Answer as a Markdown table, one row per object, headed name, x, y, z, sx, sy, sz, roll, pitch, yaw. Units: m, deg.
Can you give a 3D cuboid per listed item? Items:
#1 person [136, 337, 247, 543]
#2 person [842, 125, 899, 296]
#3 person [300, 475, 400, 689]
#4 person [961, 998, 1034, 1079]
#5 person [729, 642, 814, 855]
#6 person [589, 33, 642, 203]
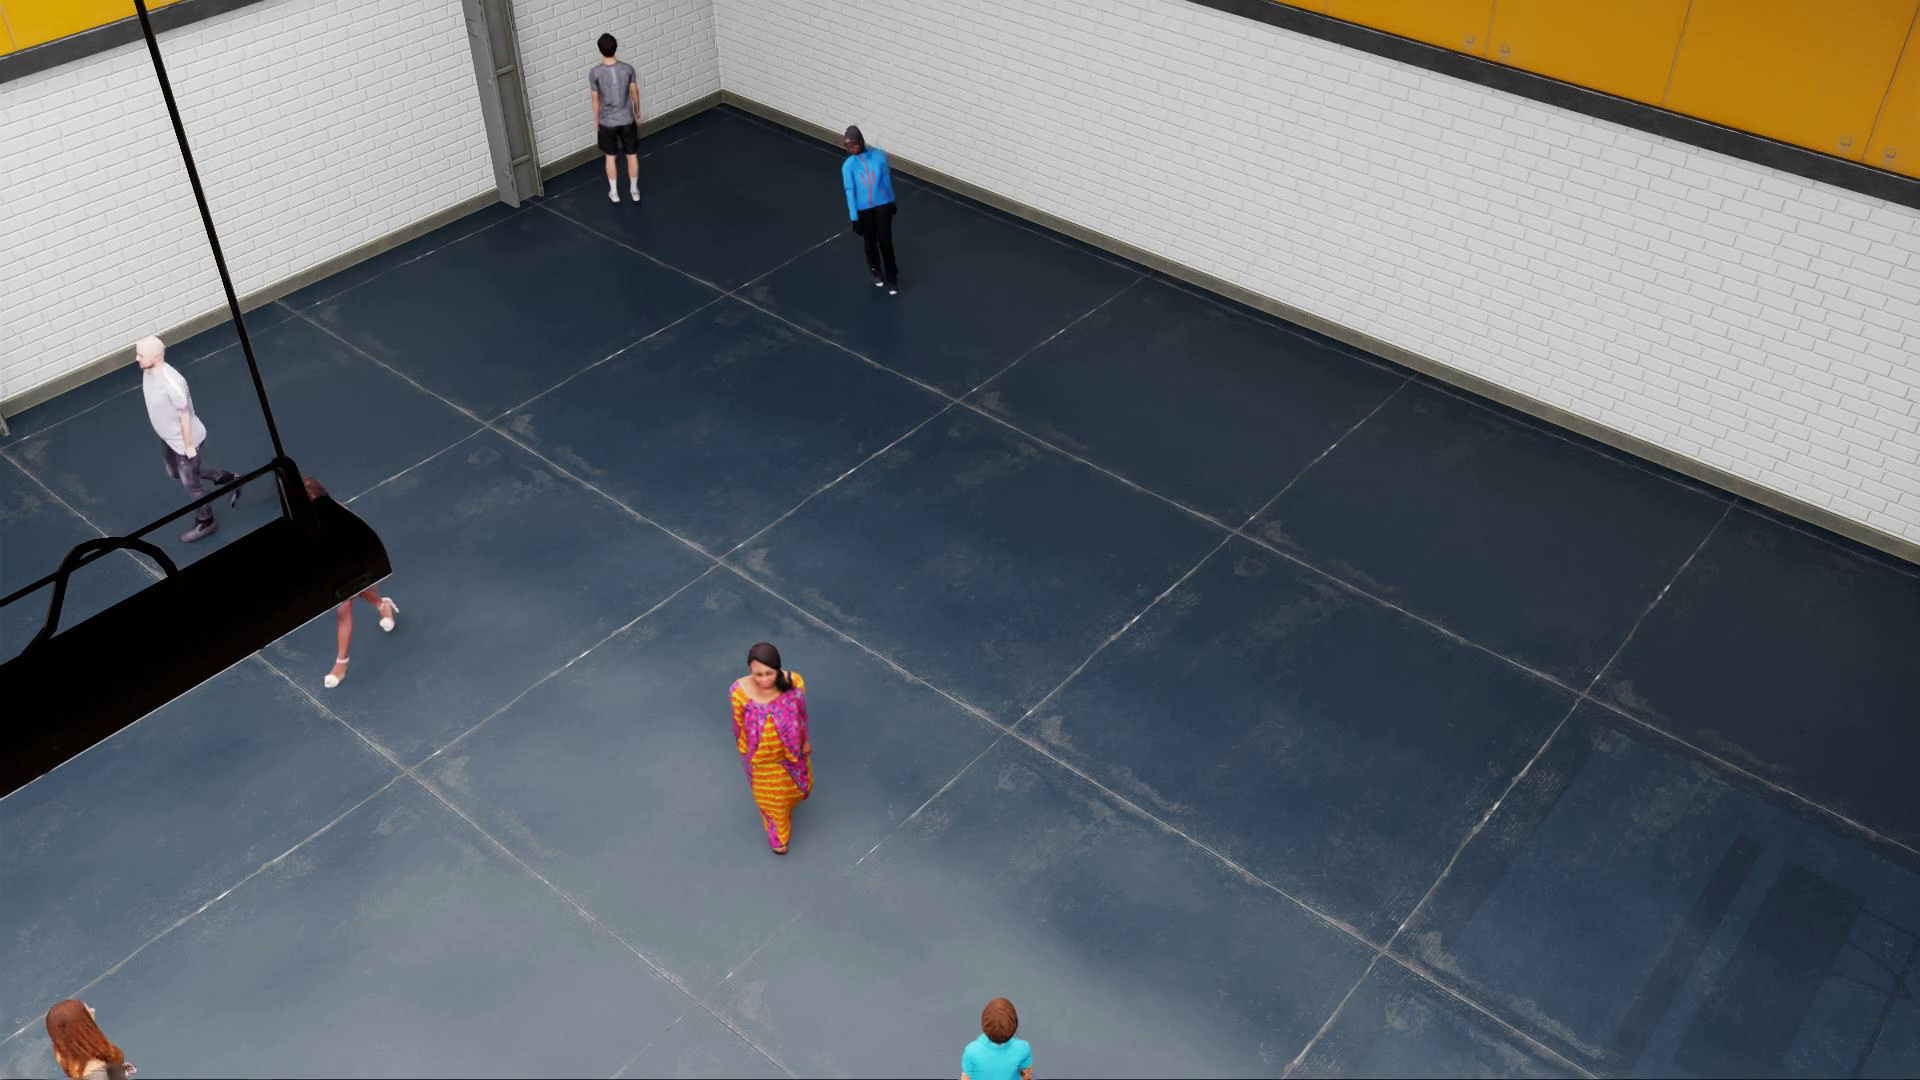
| name | x | y | z | sx | sy | sz | roll | pitch | yaw |
| --- | --- | --- | --- | --- | --- | --- | --- | --- | --- |
| person | -6.102 | -0.848 | 13.205 | 0.933 | 1.820 | 0.723 | -31 | 48 | -33 |
| person | -0.854 | -3.268 | 16.290 | 0.914 | 1.750 | 0.973 | -14 | 41 | -17 |
| person | -4.422 | 0.171 | 12.011 | 0.880 | 1.717 | 1.201 | 7 | 39 | 9 |
| person | 0.185 | 2.962 | 8.739 | 0.641 | 1.439 | 0.697 | -2 | 39 | -2 |
| person | -1.192 | 1.260 | 10.687 | 0.929 | 1.667 | 0.953 | -9 | 39 | -11 |
| person | -3.627 | -4.470 | 17.698 | 0.739 | 1.871 | 0.834 | -10 | 40 | -13 |
